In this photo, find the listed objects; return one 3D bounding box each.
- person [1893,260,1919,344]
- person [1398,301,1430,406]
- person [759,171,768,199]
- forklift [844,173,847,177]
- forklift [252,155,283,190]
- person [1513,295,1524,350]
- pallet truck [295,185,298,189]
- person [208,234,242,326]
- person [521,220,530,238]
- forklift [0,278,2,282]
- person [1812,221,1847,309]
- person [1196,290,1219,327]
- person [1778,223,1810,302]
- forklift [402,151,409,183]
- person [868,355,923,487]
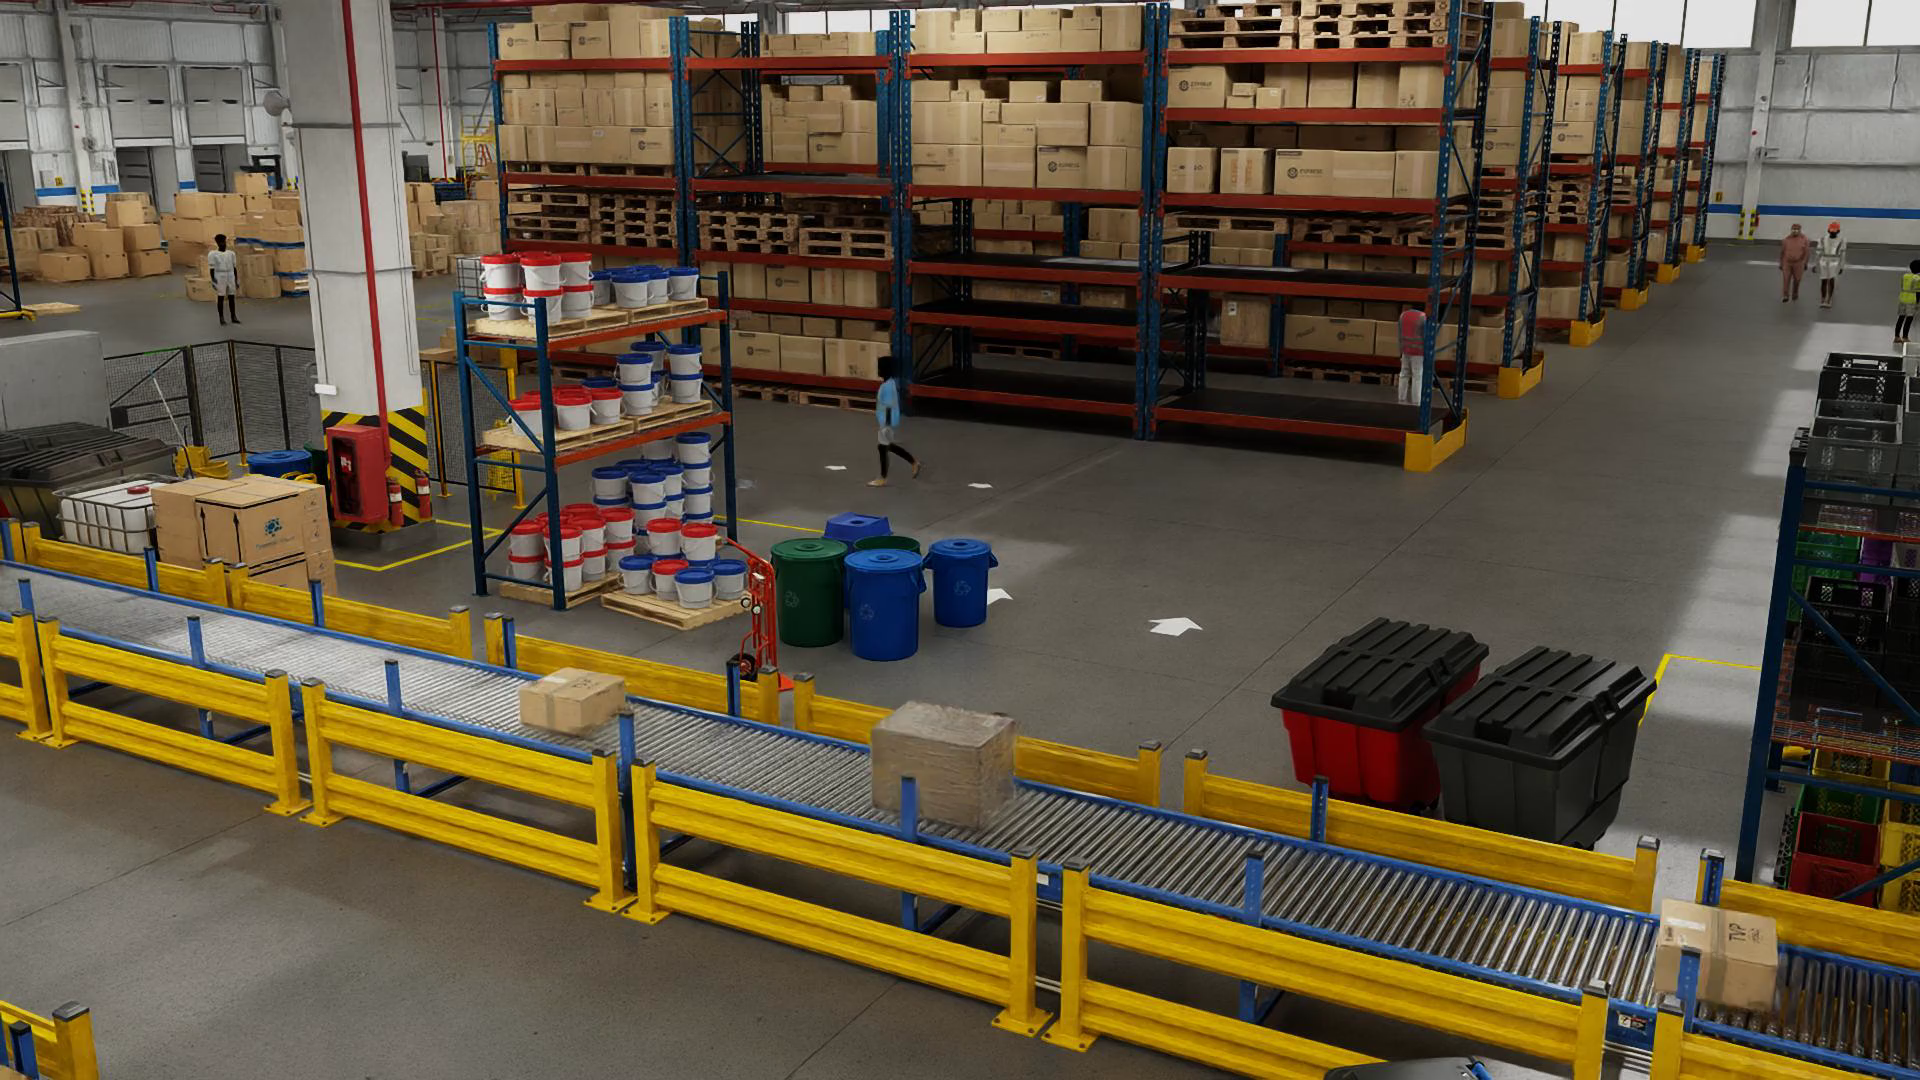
[{"bbox_3d":[19.009,-4.763,33.290,0.321,1.689,0.530,-3,15,-10],"label":"person"},{"bbox_3d":[7.159,-2.943,26.178,0.429,1.837,0.622,-9,17,-31],"label":"person"},{"bbox_3d":[-8.068,-14.013,67.591,0.627,1.936,0.375,1,15,4],"label":"person"},{"bbox_3d":[-4.200,-11.419,56.027,1.129,2.768,1.873,8,17,28],"label":"forklift"},{"bbox_3d":[-24.902,-12.492,60.060,1.873,2.768,1.129,13,20,40],"label":"forklift"},{"bbox_3d":[10.438,-4.302,31.754,0.848,1.583,0.494,1,15,3],"label":"person"},{"bbox_3d":[-26.804,-14.617,69.738,1.885,1.965,0.823,-14,20,-42],"label":"pallet truck"},{"bbox_3d":[-15.932,-5.637,36.042,0.362,1.965,0.612,13,19,39],"label":"person"},{"bbox_3d":[-10.872,-7.182,42.113,0.532,1.832,0.894,12,19,39],"label":"person"},{"bbox_3d":[-26.400,-8.041,43.328,1.129,2.768,1.873,8,17,28],"label":"forklift"},{"bbox_3d":[20.276,-6.416,38.863,0.637,2.010,0.826,11,19,37],"label":"person"},{"bbox_3d":[5.195,-5.448,35.498,0.768,1.892,0.605,10,18,32],"label":"person"},{"bbox_3d":[20.112,-6.692,40.158,0.668,1.884,0.445,9,17,31],"label":"person"},{"bbox_3d":[-21.612,-13.646,64.399,1.873,2.768,1.129,1,15,2],"label":"forklift"},{"bbox_3d":[-0.827,-1.499,21.029,0.631,1.685,0.540,0,15,0],"label":"person"}]
